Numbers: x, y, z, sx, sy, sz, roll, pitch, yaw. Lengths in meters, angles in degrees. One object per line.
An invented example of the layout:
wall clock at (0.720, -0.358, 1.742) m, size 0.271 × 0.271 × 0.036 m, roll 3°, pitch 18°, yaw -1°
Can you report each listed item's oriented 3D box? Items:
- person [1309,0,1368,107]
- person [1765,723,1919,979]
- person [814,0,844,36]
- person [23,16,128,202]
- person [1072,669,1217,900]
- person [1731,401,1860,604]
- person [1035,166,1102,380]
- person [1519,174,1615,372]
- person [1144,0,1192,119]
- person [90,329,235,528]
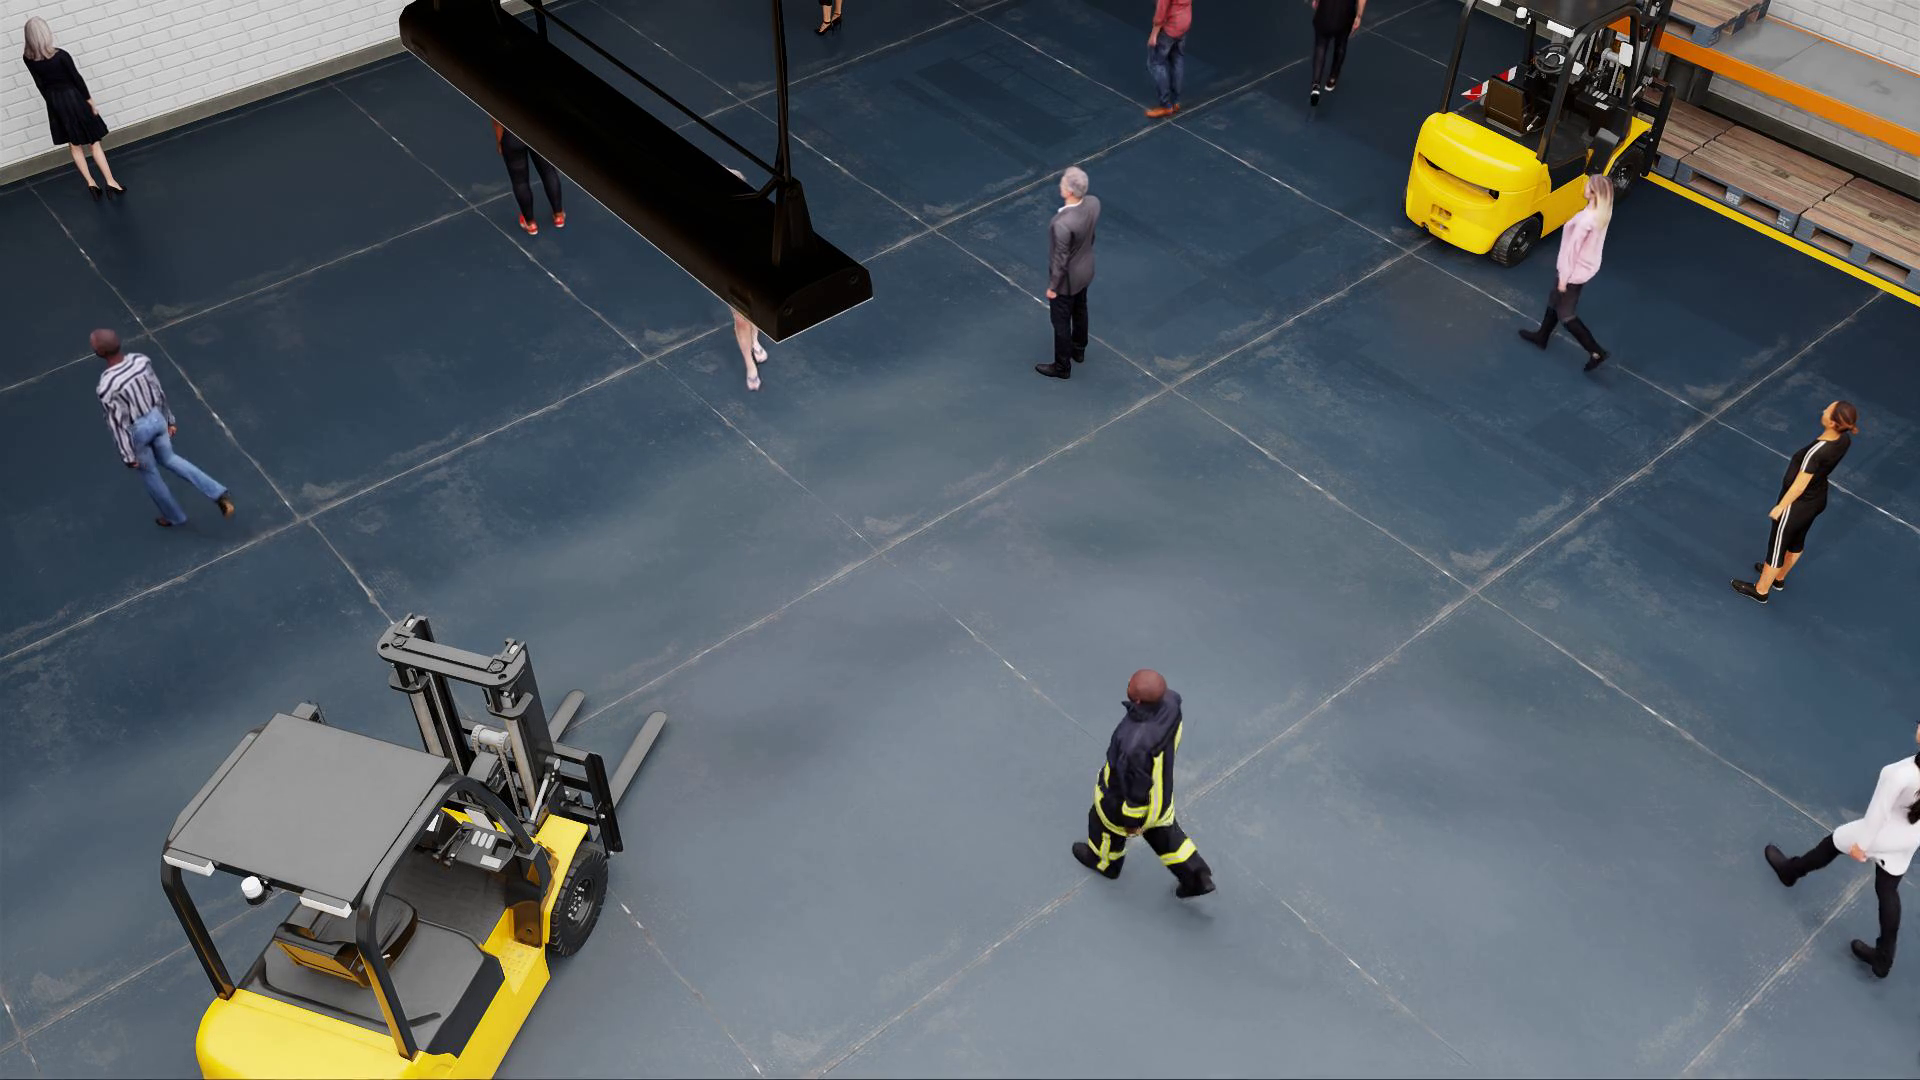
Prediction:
person at (3.622, -5.088, 16.059) m, size 1.152 × 1.844 × 1.105 m, roll 13°, pitch 45°, yaw 14°
person at (5.078, 1.679, 9.019) m, size 0.950 × 1.756 × 1.259 m, roll -12°, pitch 45°, yaw -12°
person at (-1.396, -6.106, 17.116) m, size 0.624 × 1.859 × 0.667 m, roll 23°, pitch 48°, yaw 23°
person at (-7.917, -3.837, 14.816) m, size 0.698 × 1.747 × 0.740 m, roll -2°, pitch 44°, yaw -2°
person at (1.089, 1.399, 9.283) m, size 1.228 × 1.797 × 0.948 m, roll 26°, pitch 50°, yaw 25°
person at (5.637, -0.264, 11.122) m, size 0.586 × 1.669 × 0.530 m, roll -27°, pitch 50°, yaw -26°
person at (0.851, -2.087, 12.910) m, size 0.718 × 1.842 × 0.786 m, roll 24°, pitch 49°, yaw 23°
person at (4.903, -2.066, 13.018) m, size 1.053 × 1.662 × 0.676 m, roll 33°, pitch 53°, yaw 30°
person at (2.041, -4.956, 15.945) m, size 0.775 × 1.809 × 0.669 m, roll -27°, pitch 50°, yaw -26°
person at (-5.557, -0.713, 11.513) m, size 1.037 × 1.778 × 0.923 m, roll 11°, pitch 45°, yaw 11°
